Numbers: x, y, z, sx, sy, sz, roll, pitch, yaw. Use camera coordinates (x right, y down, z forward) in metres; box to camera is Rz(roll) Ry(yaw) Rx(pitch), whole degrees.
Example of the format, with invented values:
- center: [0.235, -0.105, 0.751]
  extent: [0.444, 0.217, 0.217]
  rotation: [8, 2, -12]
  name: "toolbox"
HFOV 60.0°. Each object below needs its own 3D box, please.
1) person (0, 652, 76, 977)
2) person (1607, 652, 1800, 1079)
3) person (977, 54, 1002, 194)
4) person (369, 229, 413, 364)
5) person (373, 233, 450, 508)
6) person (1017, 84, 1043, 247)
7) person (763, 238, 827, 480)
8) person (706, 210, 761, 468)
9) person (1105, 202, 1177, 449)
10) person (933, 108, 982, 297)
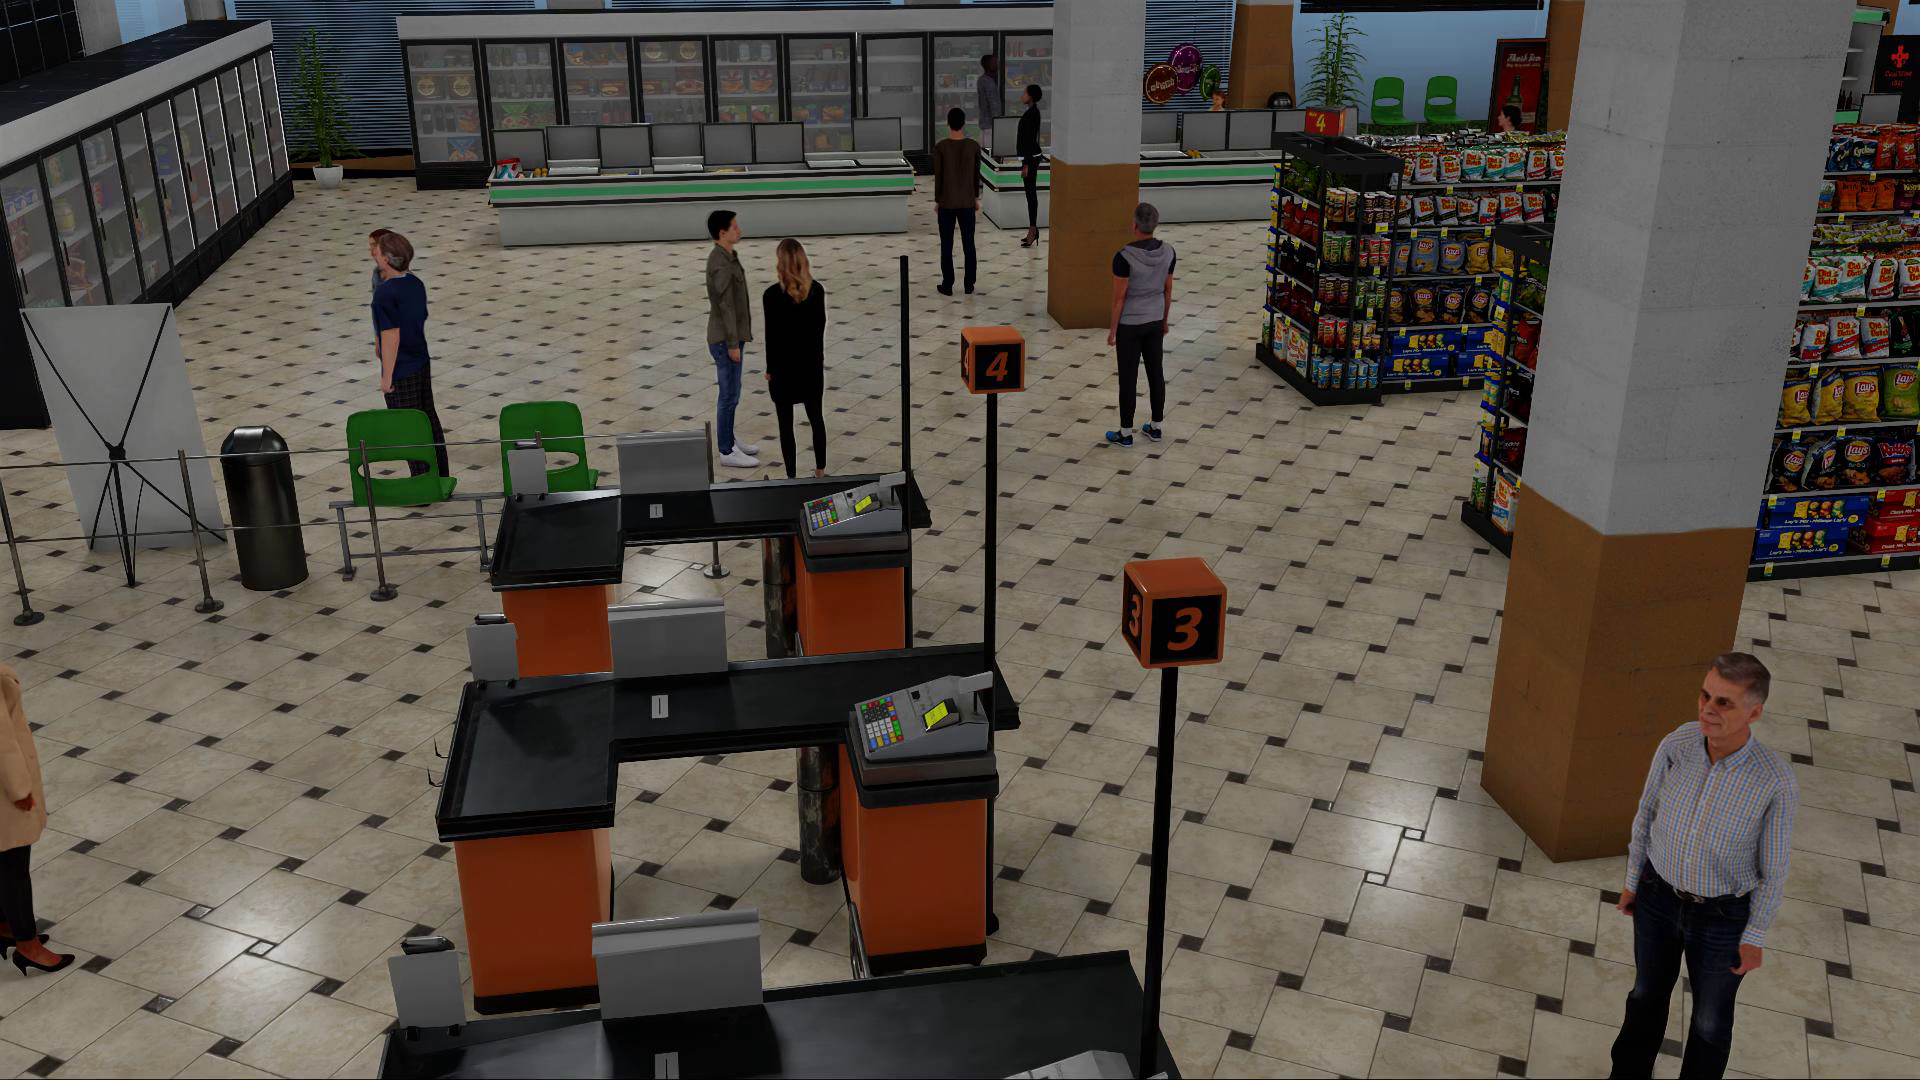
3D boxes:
- center: [-3.741, 0.907, 6.423]
  extent: [0.723, 1.680, 0.746]
  rotation: [19, 29, 39]
  name: "person"
- center: [2.450, 1.195, 5.518]
  extent: [0.739, 1.820, 0.742]
  rotation: [-17, 27, -36]
  name: "person"
- center: [0.371, -5.580, 22.356]
  extent: [0.569, 1.839, 0.705]
  rotation: [-6, 23, -15]
  name: "person"
- center: [-4.122, -1.450, 12.263]
  extent: [0.676, 1.701, 0.737]
  rotation: [14, 26, 32]
  name: "person"
- center: [-3.754, -1.158, 11.306]
  extent: [0.696, 1.872, 0.732]
  rotation: [5, 22, 13]
  name: "person"
- center: [0.819, -4.348, 19.294]
  extent: [0.611, 1.834, 0.647]
  rotation: [3, 22, 6]
  name: "person"
- center: [-1.129, -1.179, 11.452]
  extent: [0.576, 1.801, 0.729]
  rotation: [-13, 26, -30]
  name: "person"
- center: [-1.692, -1.468, 12.086]
  extent: [0.583, 1.866, 0.717]
  rotation: [-2, 22, -5]
  name: "person"
- center: [1.368, -1.614, 12.497]
  extent: [0.632, 1.829, 0.818]
  rotation: [-12, 25, -26]
  name: "person"
- center: [-0.033, -3.456, 17.004]
  extent: [0.520, 1.888, 0.721]
  rotation: [-5, 23, -13]
  name: "person"
